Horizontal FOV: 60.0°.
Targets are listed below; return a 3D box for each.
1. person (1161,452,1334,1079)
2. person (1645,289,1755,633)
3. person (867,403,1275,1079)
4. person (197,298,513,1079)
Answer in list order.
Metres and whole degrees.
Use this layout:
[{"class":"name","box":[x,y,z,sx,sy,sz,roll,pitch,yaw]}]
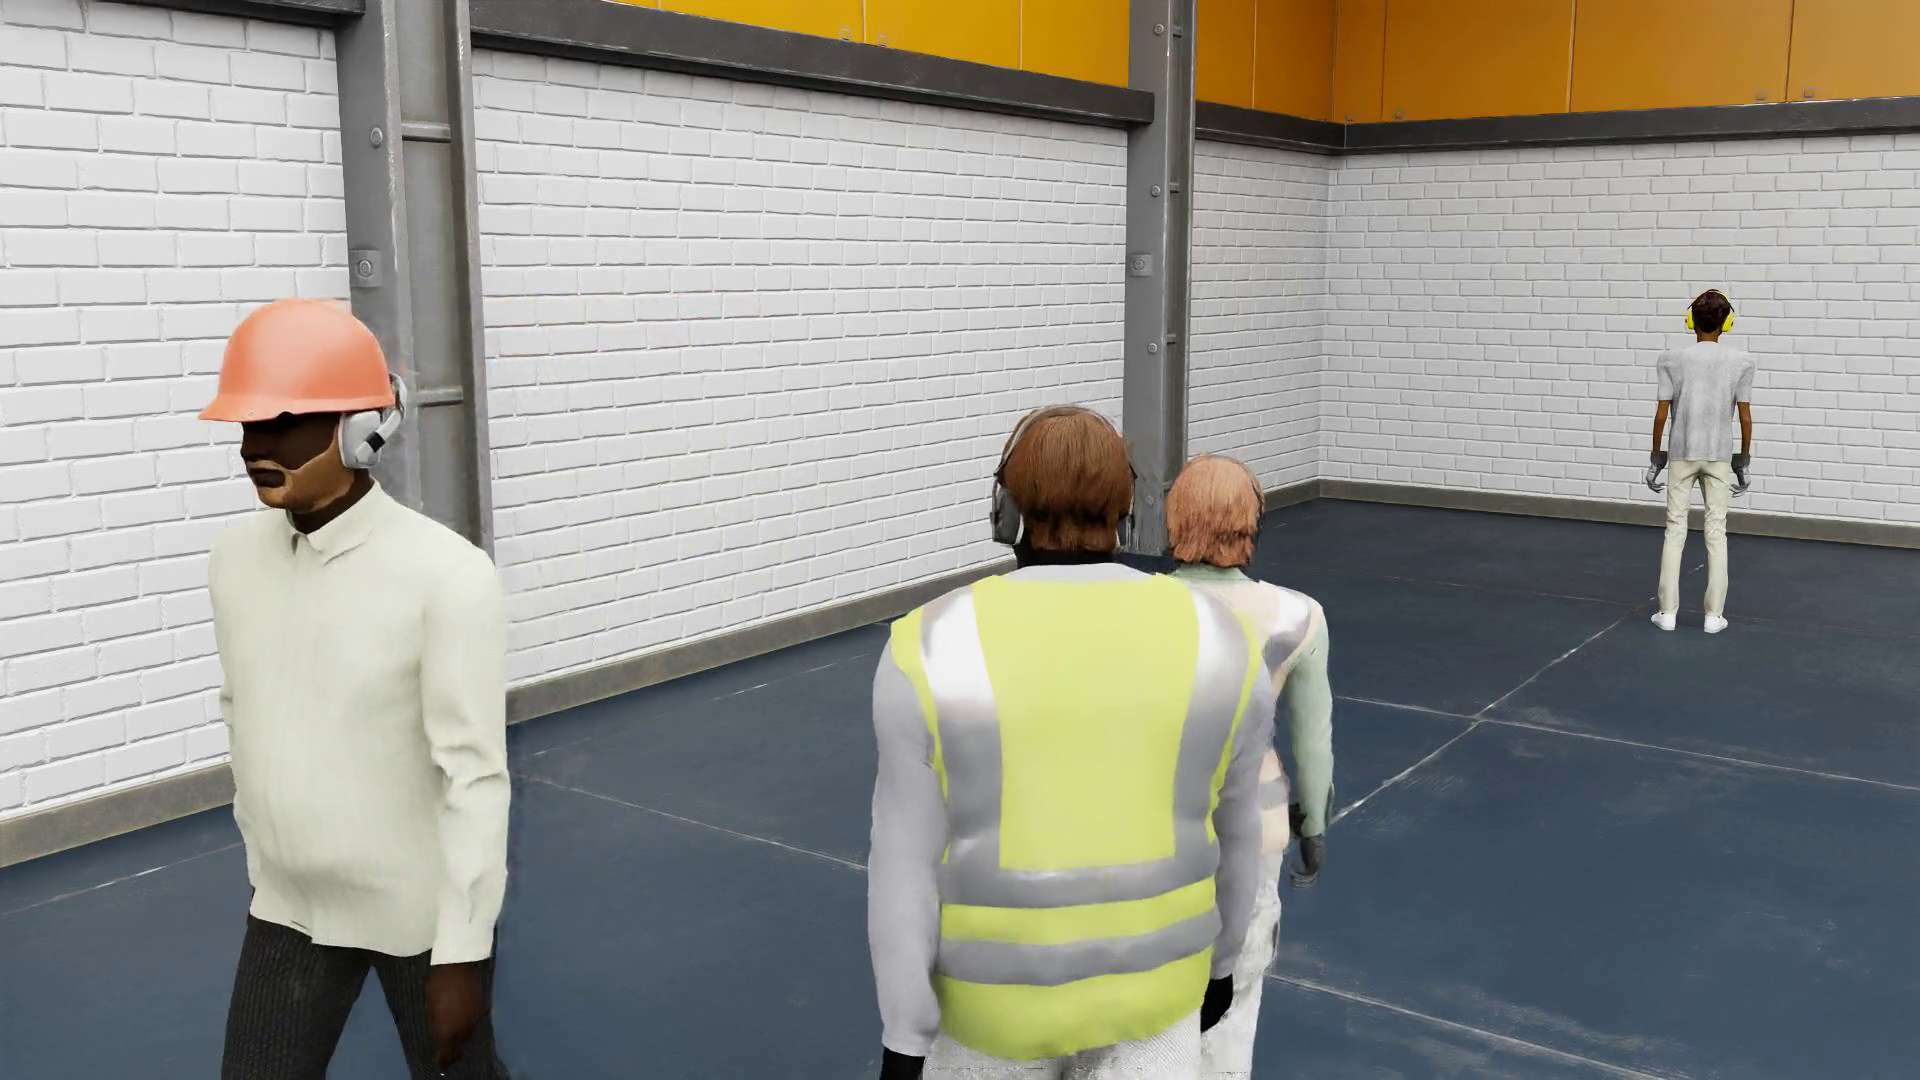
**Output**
[{"class":"person","box":[0.530,0.618,3.598,0.538,1.619,0.568,2,10,10]},{"class":"person","box":[4.036,-0.421,9.084,0.533,1.861,0.320,3,10,19]},{"class":"person","box":[0.155,0.677,2.725,0.642,1.799,0.896,-1,10,-8]},{"class":"person","box":[-1.036,0.612,2.638,0.647,1.951,0.962,4,10,21]}]
